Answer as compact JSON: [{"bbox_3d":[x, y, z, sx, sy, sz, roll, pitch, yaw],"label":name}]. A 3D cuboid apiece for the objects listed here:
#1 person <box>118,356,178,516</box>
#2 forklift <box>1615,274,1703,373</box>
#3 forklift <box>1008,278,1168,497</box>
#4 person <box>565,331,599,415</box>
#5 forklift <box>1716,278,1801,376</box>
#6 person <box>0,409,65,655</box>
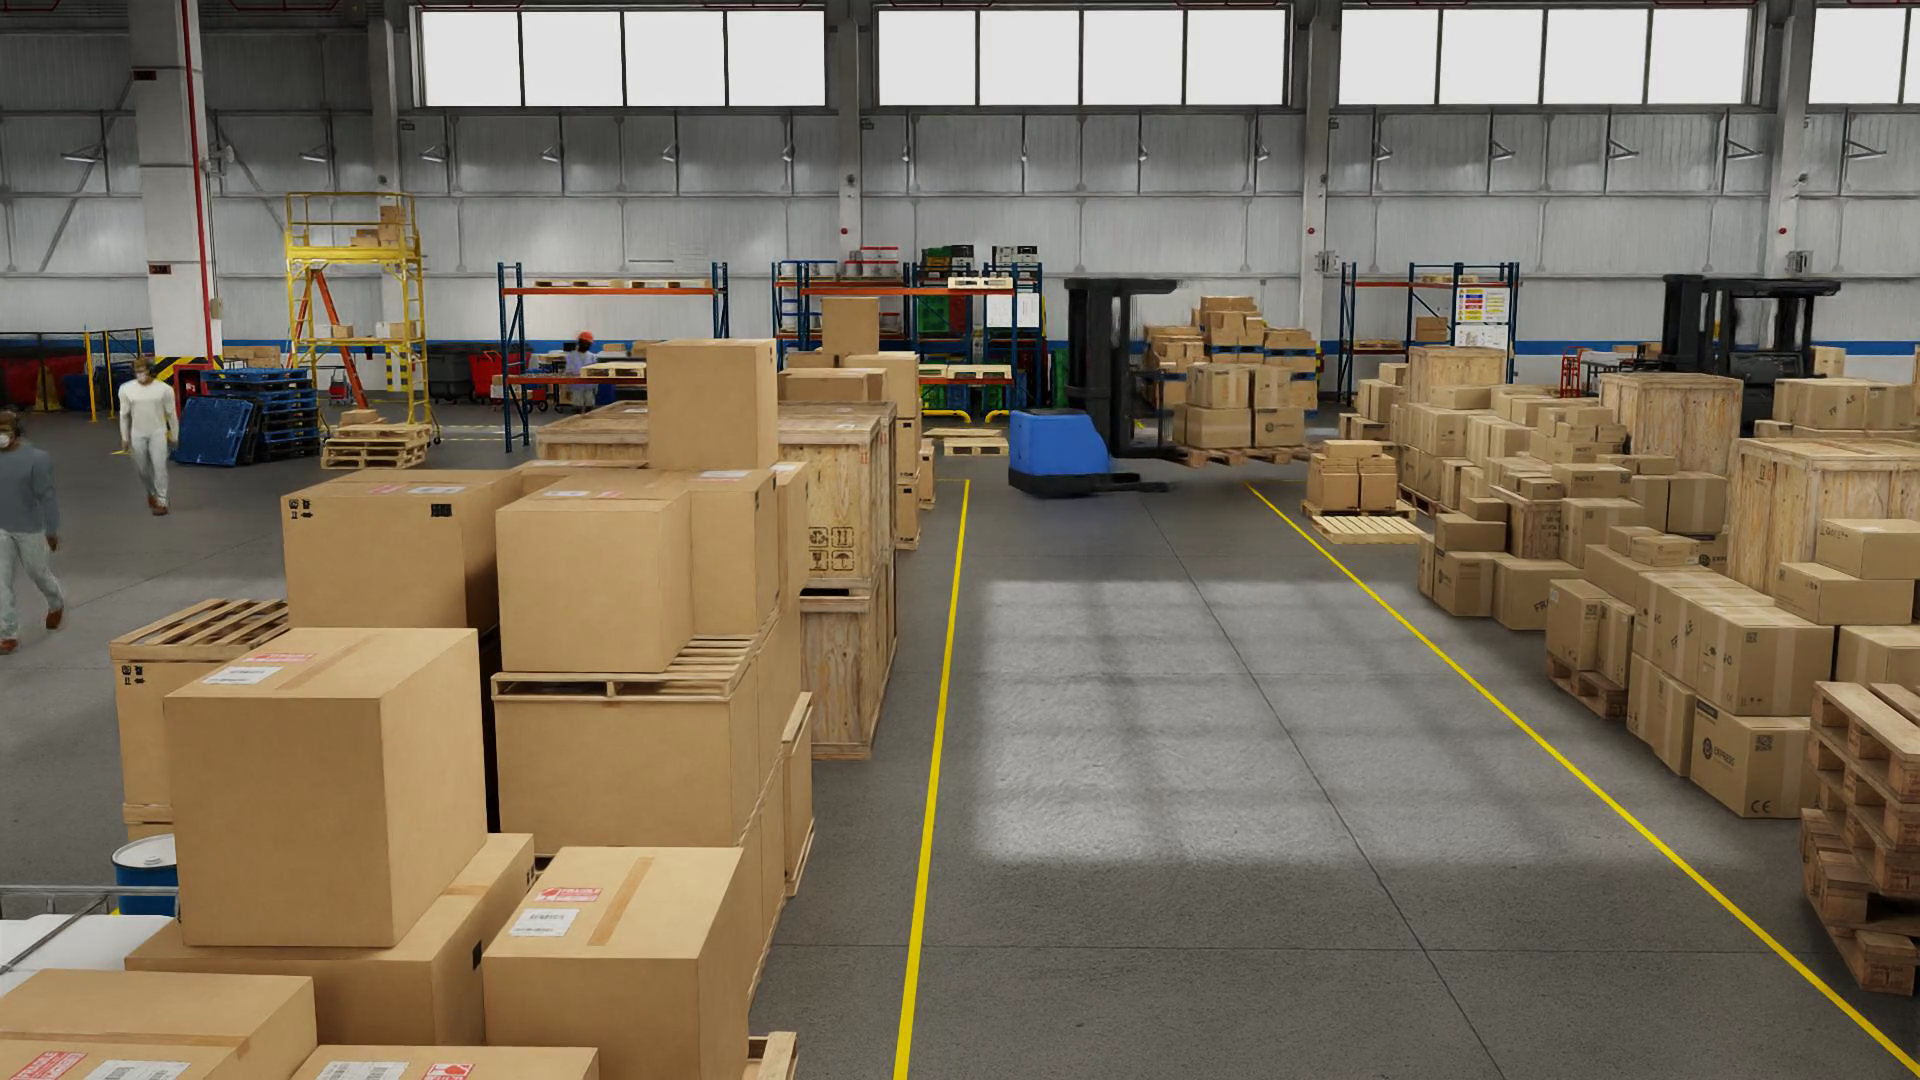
[{"bbox_3d":[-9.780,-1.266,20.095,0.641,1.918,0.675,-2,10,-12],"label":"person"},{"bbox_3d":[12.619,-3.276,29.256,1.873,2.768,1.129,0,9,1],"label":"forklift"},{"bbox_3d":[1.661,-2.028,21.781,1.873,2.768,1.129,-3,10,-15],"label":"forklift"},{"bbox_3d":[-6.261,-2.505,27.563,0.604,1.900,0.421,-8,12,-40],"label":"person"},{"bbox_3d":[10.339,-2.019,21.732,1.129,2.768,1.873,0,9,0],"label":"forklift"},{"bbox_3d":[-7.441,-0.102,13.195,0.634,1.910,0.894,-1,10,-7],"label":"person"}]
